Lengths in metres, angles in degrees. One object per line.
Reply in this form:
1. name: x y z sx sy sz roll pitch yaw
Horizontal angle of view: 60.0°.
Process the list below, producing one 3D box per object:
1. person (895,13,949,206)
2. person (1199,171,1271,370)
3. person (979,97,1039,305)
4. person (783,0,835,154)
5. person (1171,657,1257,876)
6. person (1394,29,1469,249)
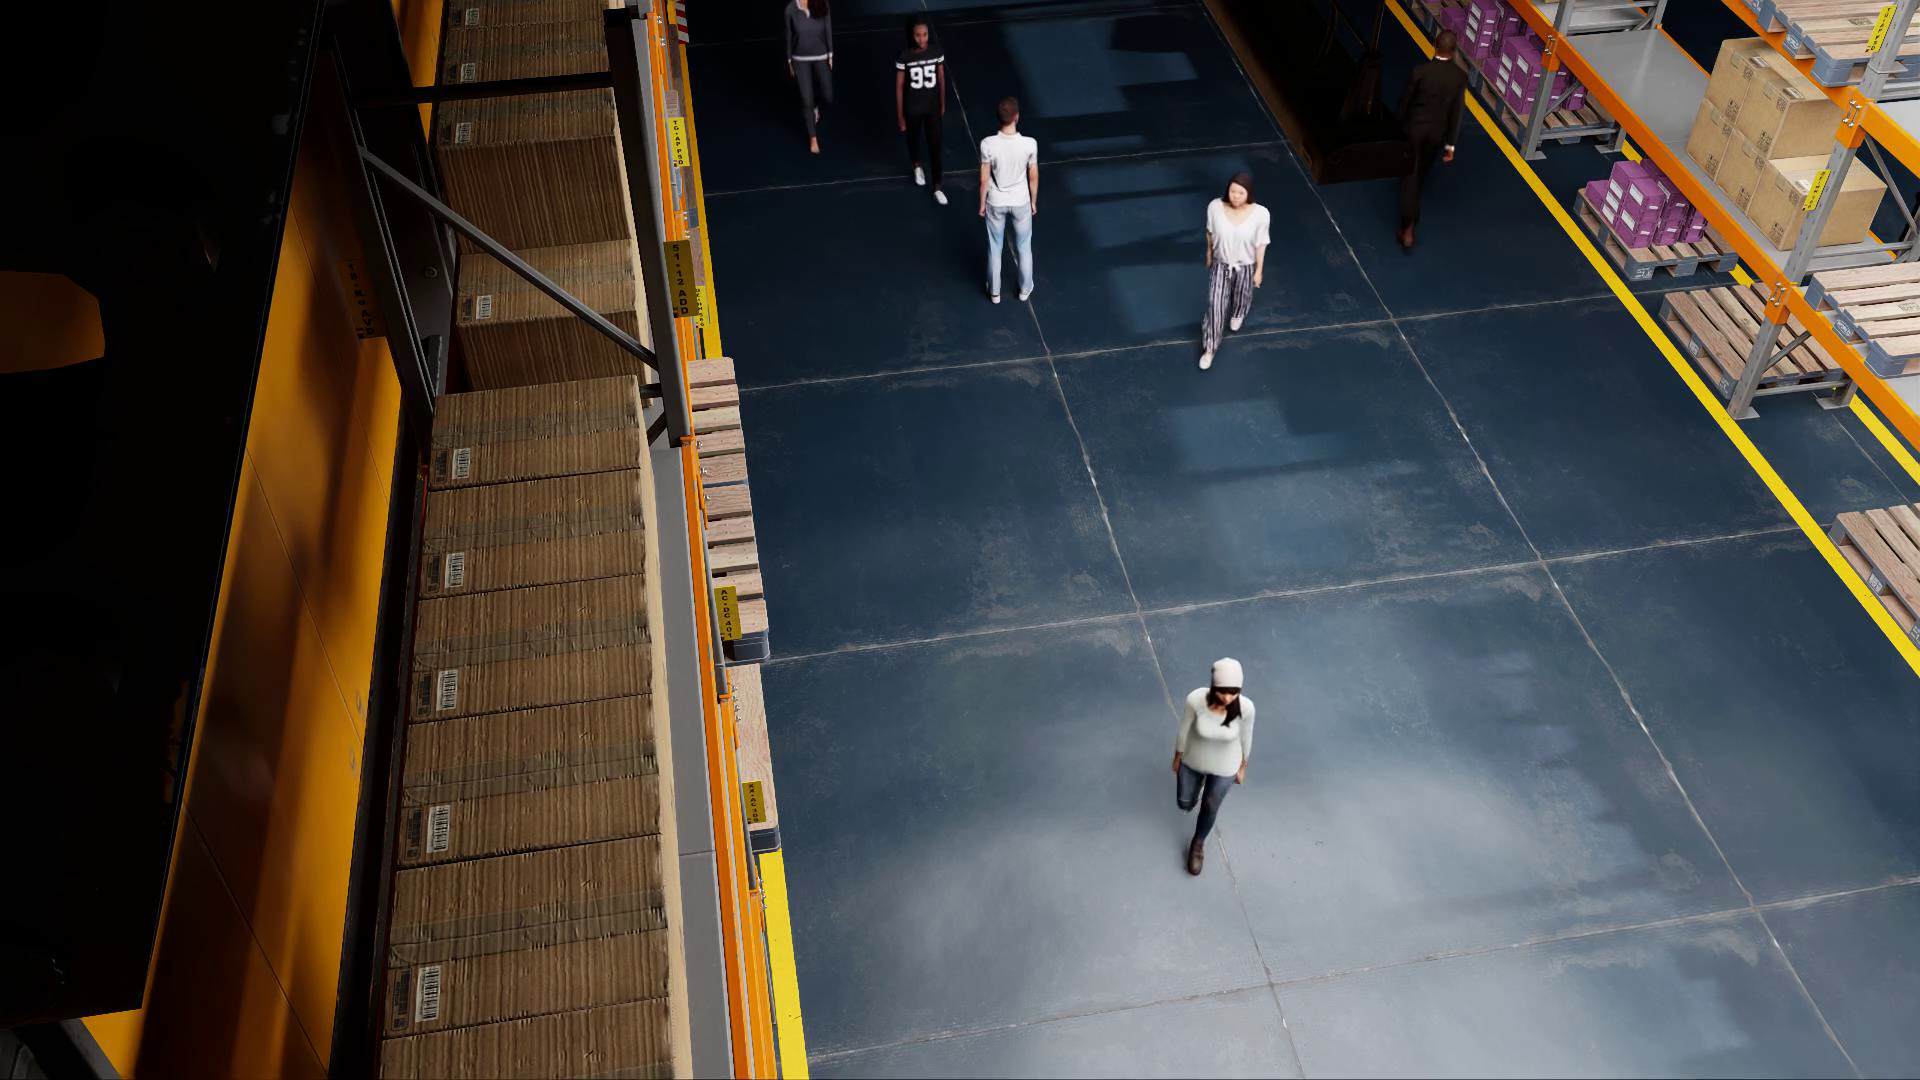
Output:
1. person: -0.374 -3.979 15.162 0.664 1.697 1.058 -9 44 -9
2. person: 2.237 -2.257 13.395 1.035 1.642 1.220 14 45 14
3. person: 0.400 -2.798 13.810 0.675 1.852 0.592 -1 44 -1
4. person: -1.444 -4.585 15.758 0.674 1.754 0.898 -11 45 -12
5. person: 1.458 1.239 9.726 0.753 1.640 0.904 7 44 8
6. person: 4.048 -3.460 14.501 0.837 1.858 1.319 0 44 0
